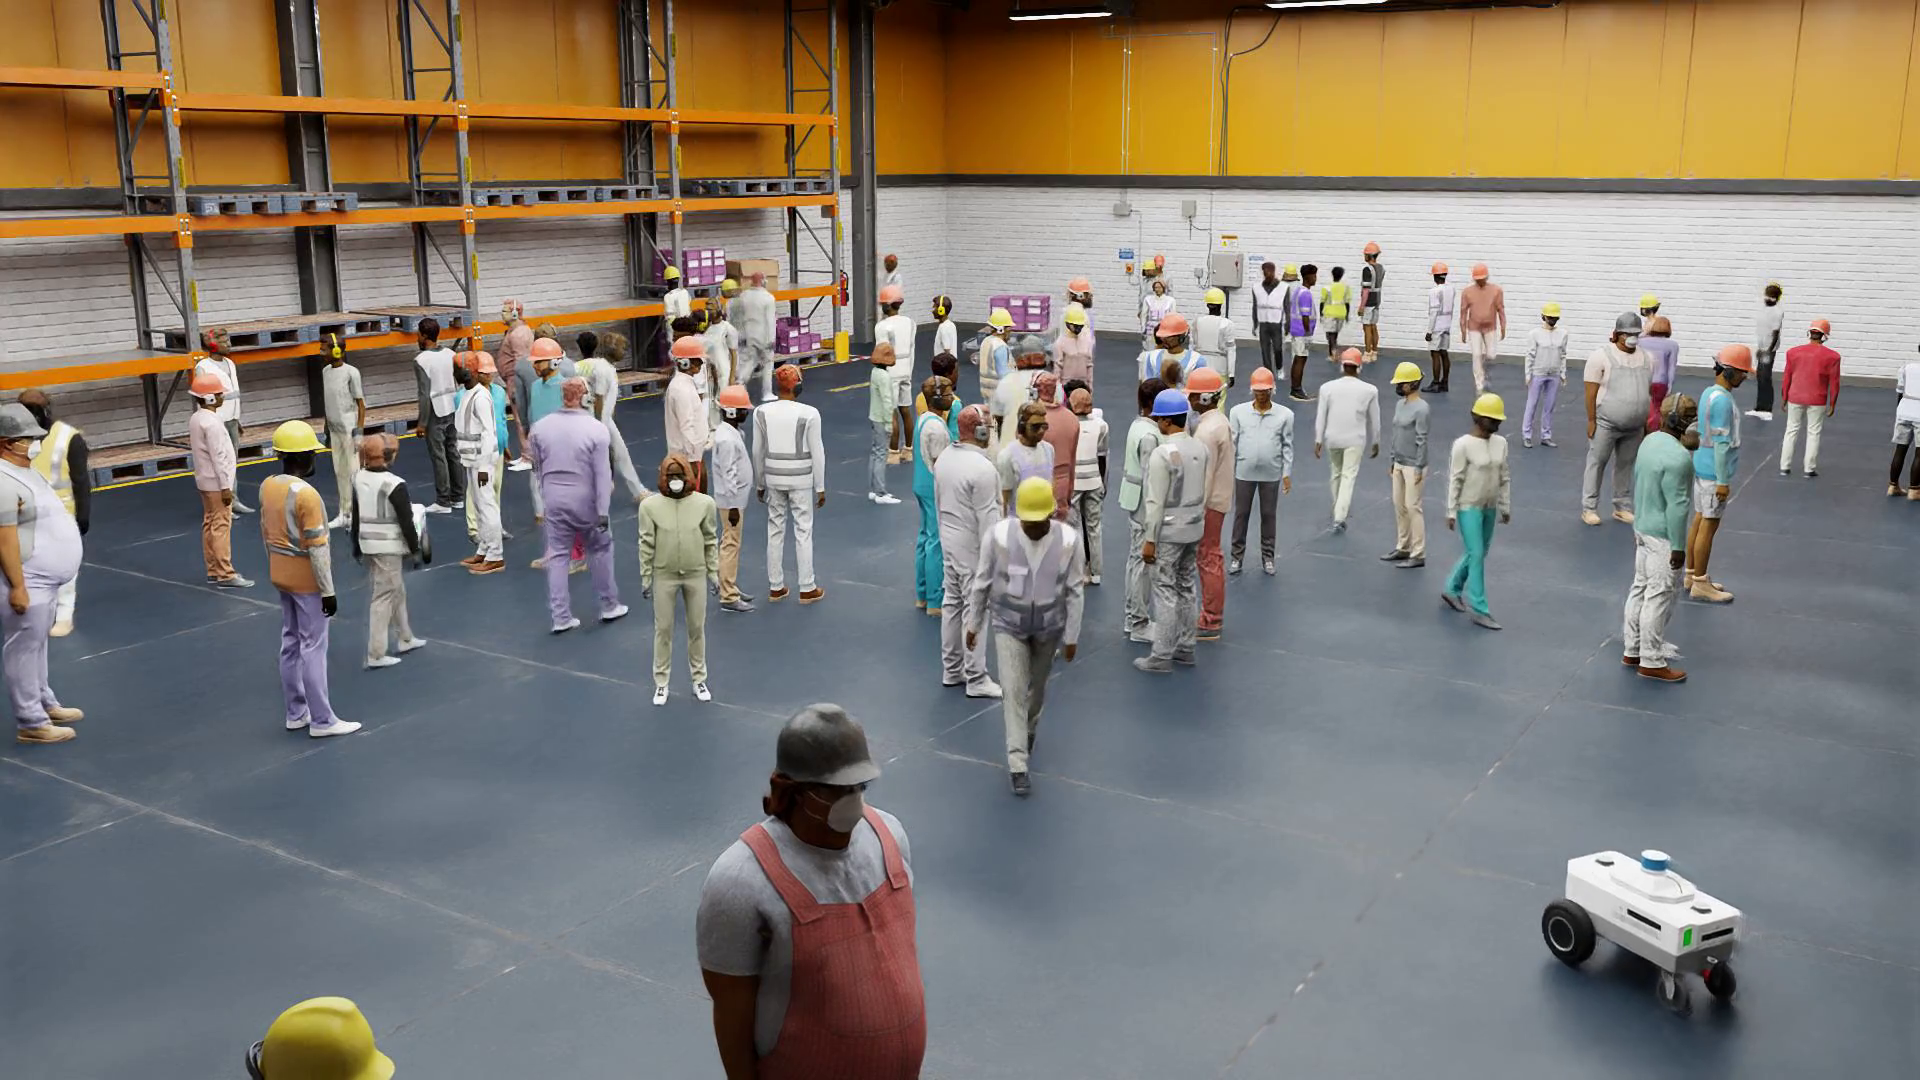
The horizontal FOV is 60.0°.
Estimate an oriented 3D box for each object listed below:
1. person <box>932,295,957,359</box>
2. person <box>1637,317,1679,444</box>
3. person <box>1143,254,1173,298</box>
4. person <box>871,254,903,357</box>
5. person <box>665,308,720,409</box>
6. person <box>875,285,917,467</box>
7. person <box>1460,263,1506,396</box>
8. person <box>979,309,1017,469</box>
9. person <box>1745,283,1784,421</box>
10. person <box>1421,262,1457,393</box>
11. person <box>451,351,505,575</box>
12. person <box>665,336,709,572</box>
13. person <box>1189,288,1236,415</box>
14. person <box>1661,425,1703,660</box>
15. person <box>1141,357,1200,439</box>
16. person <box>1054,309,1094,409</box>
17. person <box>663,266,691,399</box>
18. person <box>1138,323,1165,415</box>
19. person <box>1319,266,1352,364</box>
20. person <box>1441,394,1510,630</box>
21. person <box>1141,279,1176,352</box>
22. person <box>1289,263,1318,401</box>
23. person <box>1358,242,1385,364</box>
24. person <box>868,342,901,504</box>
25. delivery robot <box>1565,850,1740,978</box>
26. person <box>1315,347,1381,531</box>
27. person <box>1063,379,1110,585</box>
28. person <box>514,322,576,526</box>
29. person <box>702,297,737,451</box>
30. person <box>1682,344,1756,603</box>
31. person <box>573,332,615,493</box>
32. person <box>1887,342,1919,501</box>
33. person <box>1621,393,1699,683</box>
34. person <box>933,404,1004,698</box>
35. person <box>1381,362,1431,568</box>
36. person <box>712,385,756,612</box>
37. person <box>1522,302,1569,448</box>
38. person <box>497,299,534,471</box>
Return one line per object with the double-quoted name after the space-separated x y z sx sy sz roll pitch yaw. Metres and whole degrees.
-0.194 -1.941 19.602 0.311 1.869 0.533 1 13 6 "person"
8.348 -1.880 20.024 0.493 1.586 0.917 7 15 27 "person"
3.562 -4.269 29.983 0.556 1.743 0.348 0 13 0 "person"
-1.224 -3.933 28.284 0.350 1.854 0.814 -7 15 -27 "person"
-2.929 -1.636 18.361 0.555 1.829 0.464 2 13 10 "person"
-0.759 -1.853 18.834 0.390 2.046 0.607 11 17 39 "person"
7.673 -3.098 24.432 0.659 1.953 0.614 4 13 15 "person"
0.425 -1.612 18.253 0.403 1.830 0.599 -4 14 -17 "person"
10.733 -2.522 22.223 0.343 1.832 0.677 0 13 0 "person"
7.101 -3.154 24.716 0.549 1.934 0.374 -11 17 -38 "person"
-4.054 -0.654 13.983 0.337 1.883 0.584 -7 15 -27 "person"
-2.285 -0.725 14.051 0.382 1.993 0.622 -3 13 -13 "person"
3.019 -2.036 19.880 0.588 1.930 0.364 8 15 30 "person"
4.979 -0.032 11.667 0.362 1.710 0.606 5 14 22 "person"
1.779 -0.624 14.042 0.518 1.812 0.667 0 13 -1 "person"
1.315 -1.790 19.195 0.518 1.756 0.345 -7 15 -29 "person"
-4.070 -2.954 23.877 0.383 1.923 0.588 5 14 21 "person"
1.988 -1.251 16.653 0.340 1.855 0.526 -13 18 -44 "person"
6.350 -3.787 28.066 0.535 1.662 0.762 -2 13 -6 "person"
3.908 -0.247 12.537 0.539 1.742 0.735 -7 15 -27 "person"
3.025 -3.152 25.358 0.521 1.638 0.311 3 13 13 "person"
4.946 -2.989 23.937 0.365 1.962 0.611 1 13 3 "person"
6.930 -4.008 28.204 0.424 2.043 0.612 10 17 38 "person"
-0.780 -1.191 16.861 0.277 1.634 0.502 -4 13 -15 "person"
2.935 1.563 7.077 0.477 0.478 0.707 -6 14 -25 "delivery robot"
3.652 -0.960 15.707 0.584 1.710 0.899 6 14 26 "person"
0.946 -0.474 13.613 0.542 1.697 0.316 6 14 24 "person"
-3.881 -1.085 15.736 0.635 1.936 0.355 4 13 15 "person"
-2.871 -1.957 19.725 0.516 1.843 0.327 8 15 31 "person"
5.988 -0.532 13.127 0.389 2.036 0.605 3 13 13 "person"
-3.817 -1.307 17.223 0.542 1.697 0.316 -9 16 -35 "person"
9.765 -1.237 16.947 0.319 1.691 0.539 -6 14 -23 "person"
4.701 -0.022 11.128 0.362 1.937 0.635 0 13 2 "person"
0.089 0.068 10.813 0.400 1.906 0.643 -7 15 -28 "person"
3.819 -0.645 14.242 0.342 1.754 0.531 -3 13 -13 "person"
-1.733 -0.327 12.858 0.341 1.747 0.575 -2 13 -7 "person"
7.051 -1.981 20.000 0.533 1.767 0.327 -2 13 -9 "person"
-4.958 -1.733 18.608 0.403 1.911 0.651 -2 13 -10 "person"
